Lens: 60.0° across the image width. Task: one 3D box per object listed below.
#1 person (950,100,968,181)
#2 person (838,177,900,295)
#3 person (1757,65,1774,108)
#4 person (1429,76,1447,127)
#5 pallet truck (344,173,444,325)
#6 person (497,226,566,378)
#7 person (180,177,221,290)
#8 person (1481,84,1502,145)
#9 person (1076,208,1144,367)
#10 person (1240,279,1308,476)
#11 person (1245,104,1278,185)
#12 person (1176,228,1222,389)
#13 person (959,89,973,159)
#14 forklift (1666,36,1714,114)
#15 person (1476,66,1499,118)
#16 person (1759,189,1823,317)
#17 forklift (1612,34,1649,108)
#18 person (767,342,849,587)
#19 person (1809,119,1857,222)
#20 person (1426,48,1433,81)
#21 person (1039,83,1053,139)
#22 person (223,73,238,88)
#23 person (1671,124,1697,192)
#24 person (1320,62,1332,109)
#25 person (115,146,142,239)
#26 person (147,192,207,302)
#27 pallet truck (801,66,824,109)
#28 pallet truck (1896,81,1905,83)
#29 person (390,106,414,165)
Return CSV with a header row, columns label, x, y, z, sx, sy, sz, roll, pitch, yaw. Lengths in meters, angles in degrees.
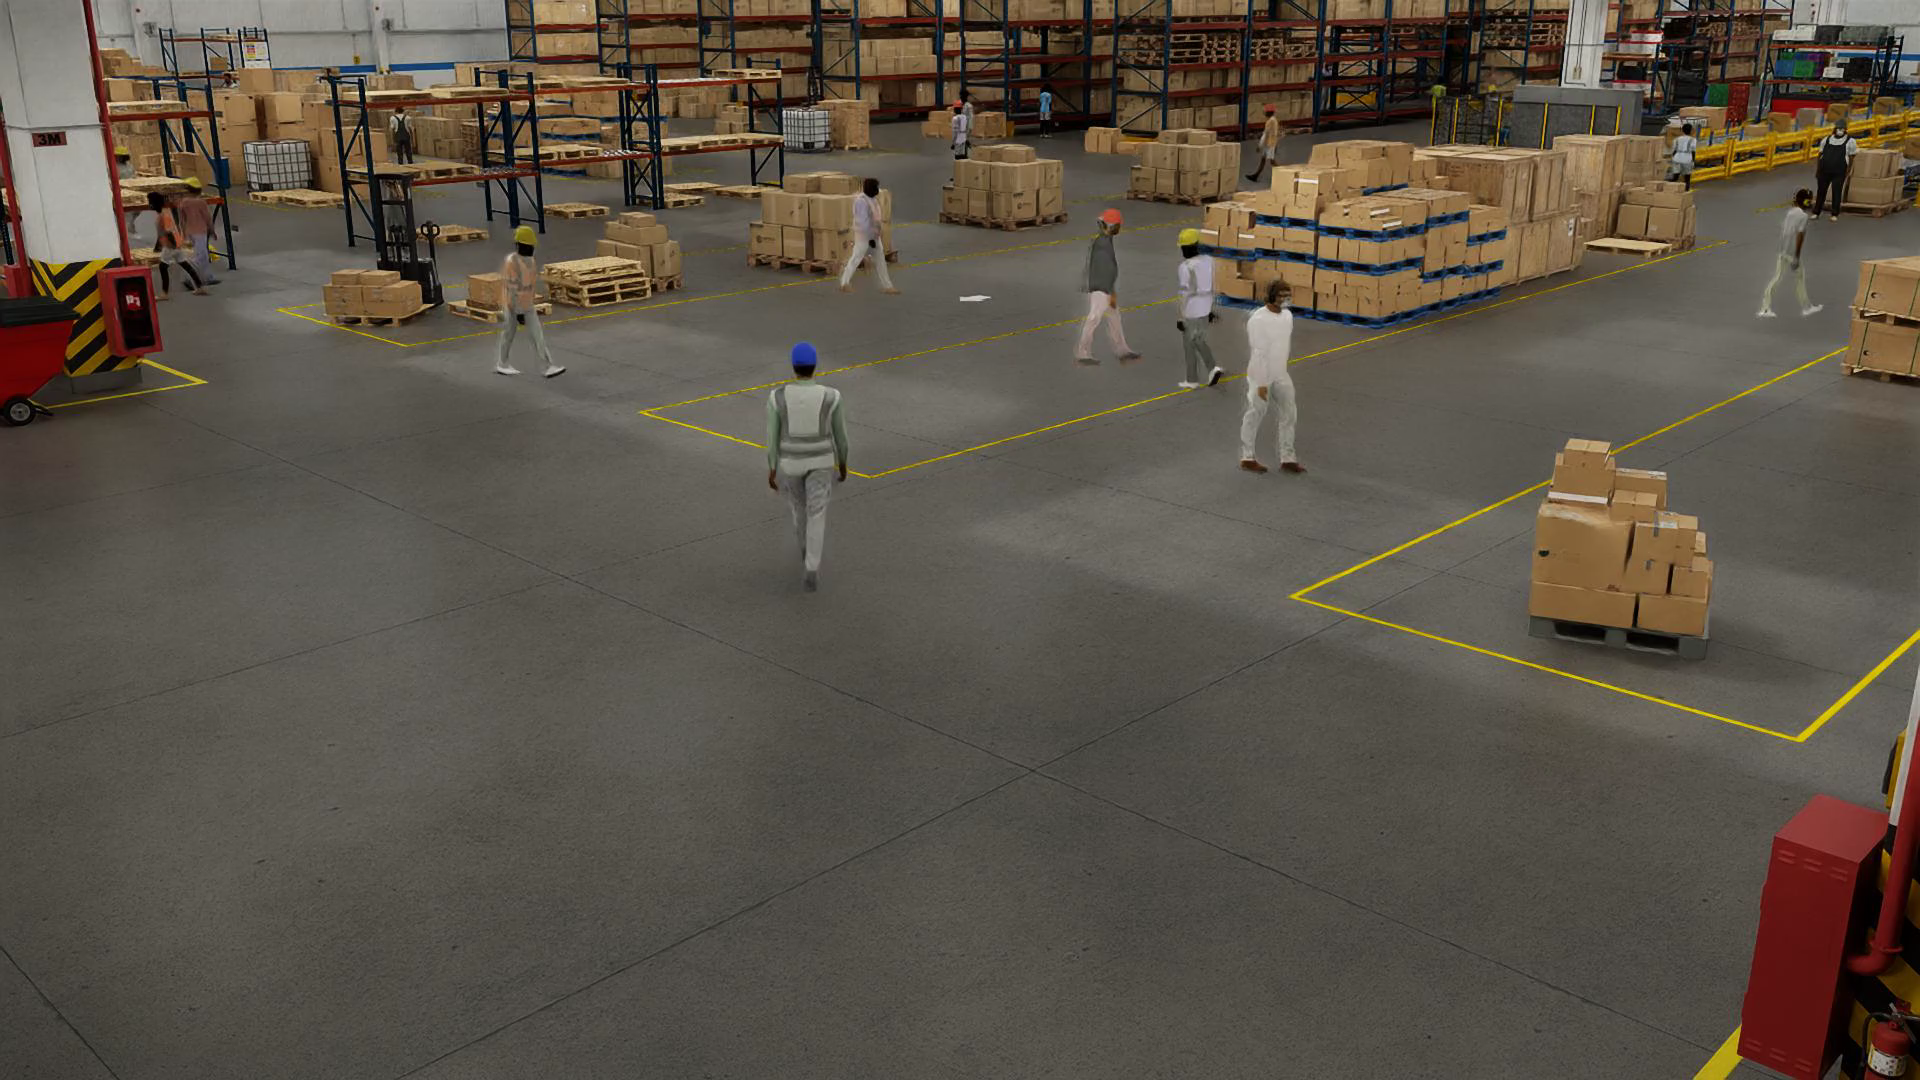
label,x,y,z,sx,sy,sz,roll,pitch,yaw
person,-0.044,-9.743,40.610,0.358,1.938,0.542,11,21,30
person,-1.442,-4.664,25.558,0.986,1.797,0.614,8,20,23
person,31.746,-17.853,65.515,0.500,1.636,0.284,12,22,32
person,16.251,-14.875,56.463,0.559,1.677,0.487,13,23,35
pallet truck,-8.209,-4.181,23.757,0.823,1.965,1.885,3,19,9
person,-5.242,-2.848,19.976,1.022,1.839,0.593,7,20,21
person,-11.996,-4.806,26.059,0.505,1.728,0.819,9,20,24
person,15.902,-12.698,49.711,0.598,1.812,0.769,17,25,41
person,1.894,-3.105,20.581,0.956,1.948,0.653,1,18,3
person,3.041,-1.523,15.893,0.634,1.913,0.807,-14,23,-36
person,7.357,-9.497,39.946,0.985,1.883,0.549,8,20,24
person,2.752,-2.671,19.353,0.625,1.902,0.535,-16,24,-39
person,0.170,-11.106,44.702,0.466,1.951,0.606,7,20,20
forklift,27.341,-17.291,61.877,1.129,2.768,1.873,17,25,41
person,19.346,-16.289,60.470,1.017,1.854,0.661,13,22,34
person,11.945,-4.080,23.731,0.958,1.820,0.526,-4,19,-11
forklift,25.943,-18.145,64.449,1.129,2.768,1.873,17,25,41
person,-1.203,-0.634,13.229,0.640,1.896,1.022,0,18,0
person,17.628,-7.469,33.597,0.689,2.000,0.539,16,24,39
person,22.063,-22.159,78.018,0.543,1.938,0.357,15,23,37
person,2.699,-13.458,52.185,0.319,1.692,0.533,-13,23,-35
person,-23.633,-14.181,54.031,0.592,1.915,0.399,10,21,27
person,16.185,-8.463,37.208,0.569,1.635,0.875,17,25,42
person,13.542,-16.696,61.557,0.637,1.936,0.355,-11,21,-30
person,-15.703,-6.543,31.290,0.488,1.728,0.489,7,20,20
person,-11.892,-4.458,25.163,0.810,1.637,0.561,-9,20,-25
pallet truck,-4.812,-15.182,56.903,0.823,1.965,1.885,-9,21,-26
pallet truck,34.802,-16.331,61.455,0.653,1.274,1.630,17,25,41
person,-13.757,-9.847,41.065,0.513,1.845,0.336,-8,20,-22
